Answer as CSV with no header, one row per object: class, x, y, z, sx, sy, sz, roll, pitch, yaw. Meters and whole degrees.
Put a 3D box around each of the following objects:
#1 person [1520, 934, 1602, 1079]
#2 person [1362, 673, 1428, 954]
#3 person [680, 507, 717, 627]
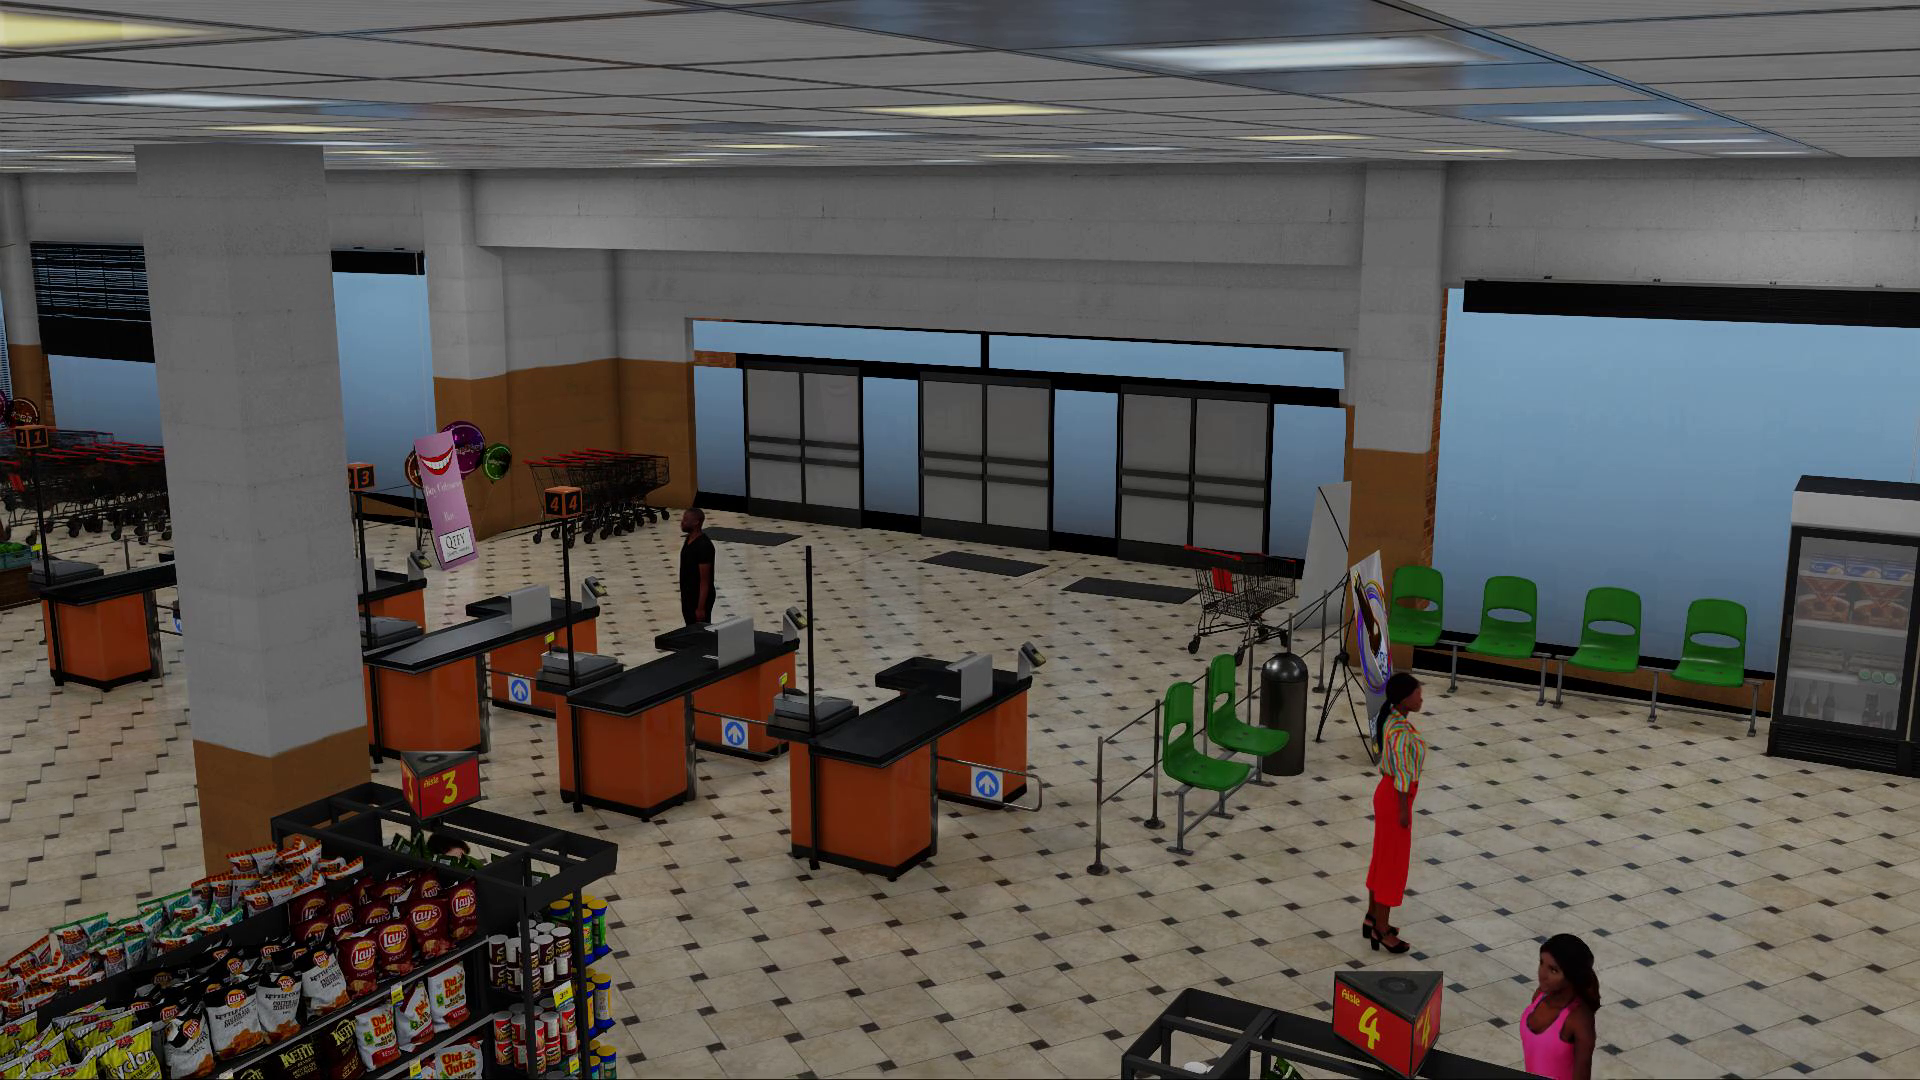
person,2.639,2.488,7.087,1.161,1.668,1.049,-4,13,-19
person,2.739,1.706,10.501,0.743,1.792,0.627,0,12,1
person,-2.484,0.580,15.778,0.752,1.820,0.750,-6,13,-28
